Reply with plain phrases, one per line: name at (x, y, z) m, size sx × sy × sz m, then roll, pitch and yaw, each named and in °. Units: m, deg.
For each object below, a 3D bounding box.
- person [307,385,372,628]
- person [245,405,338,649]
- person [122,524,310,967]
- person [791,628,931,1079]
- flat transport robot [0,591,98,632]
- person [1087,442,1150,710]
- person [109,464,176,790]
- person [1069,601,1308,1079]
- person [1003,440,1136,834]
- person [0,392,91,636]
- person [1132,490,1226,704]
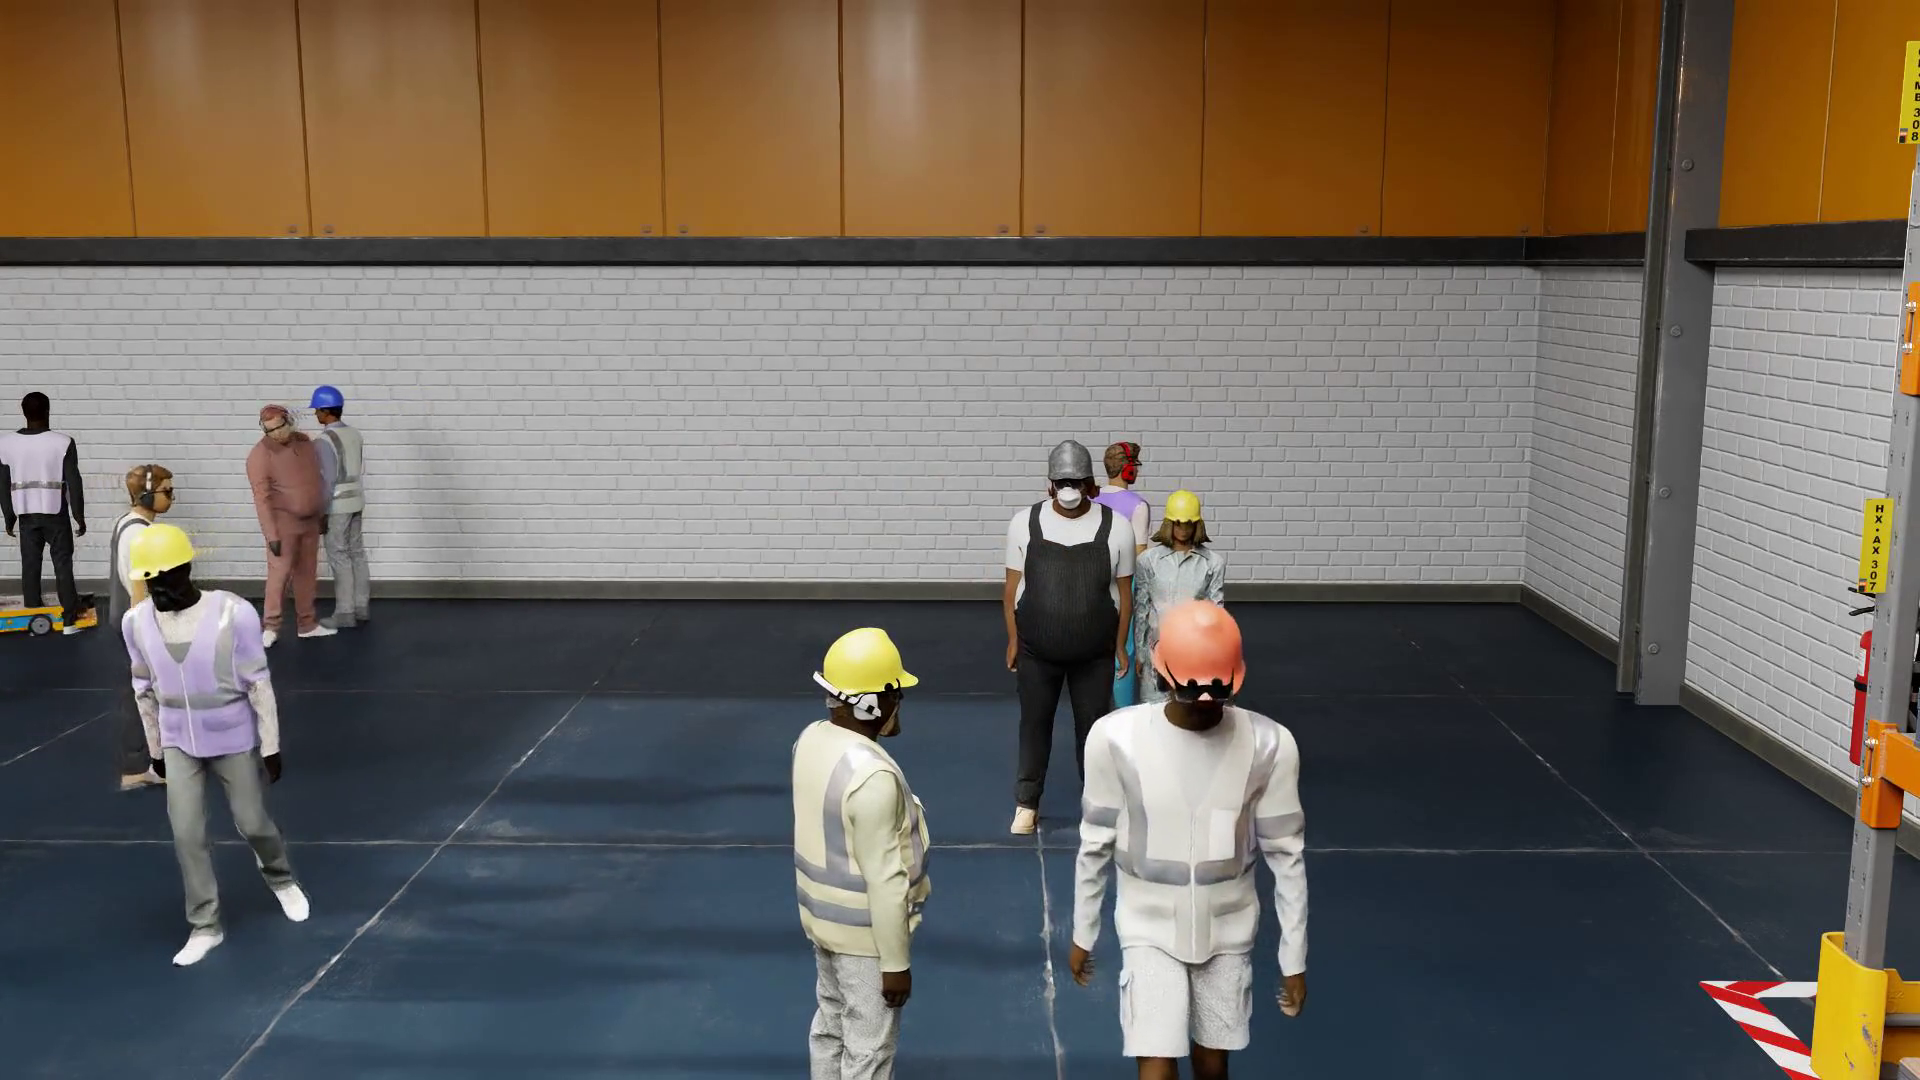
person at (-5.001, -0.270, 13.376) m, size 0.407 × 1.943 × 0.613 m, roll 1°, pitch 10°, yaw 6°
person at (-5.092, -0.116, 12.734) m, size 0.395 × 1.864 × 0.721 m, roll 3°, pitch 10°, yaw 19°
person at (-3.165, 0.820, 7.072) m, size 0.617 × 1.881 × 0.761 m, roll 0°, pitch 9°, yaw 1°
person at (-0.292, 1.168, 5.099) m, size 0.404 × 1.831 × 0.600 m, roll -5°, pitch 11°, yaw -27°
flat transport robot at (-7.637, 0.604, 13.147) m, size 1.431 × 0.197 × 0.652 m, roll -5°, pitch 11°, yaw -28°
person at (0.937, 0.325, 10.103) m, size 0.393 × 1.847 × 0.563 m, roll -7°, pitch 12°, yaw -36°
person at (-4.446, 0.485, 9.205) m, size 0.551 × 1.824 × 0.533 m, roll -7°, pitch 12°, yaw -37°
person at (0.654, 1.154, 4.668) m, size 0.664 × 1.997 × 0.787 m, roll 0°, pitch 9°, yaw 0°
person at (0.548, 0.505, 8.447) m, size 0.673 × 2.000 × 0.535 m, roll 1°, pitch 10°, yaw 6°
person at (-7.183, -0.199, 13.033) m, size 0.597 × 1.917 × 0.374 m, roll -2°, pitch 10°, yaw -10°
person at (1.150, 0.598, 8.781) m, size 0.486 × 1.745 × 0.295 m, roll 0°, pitch 9°, yaw 1°
